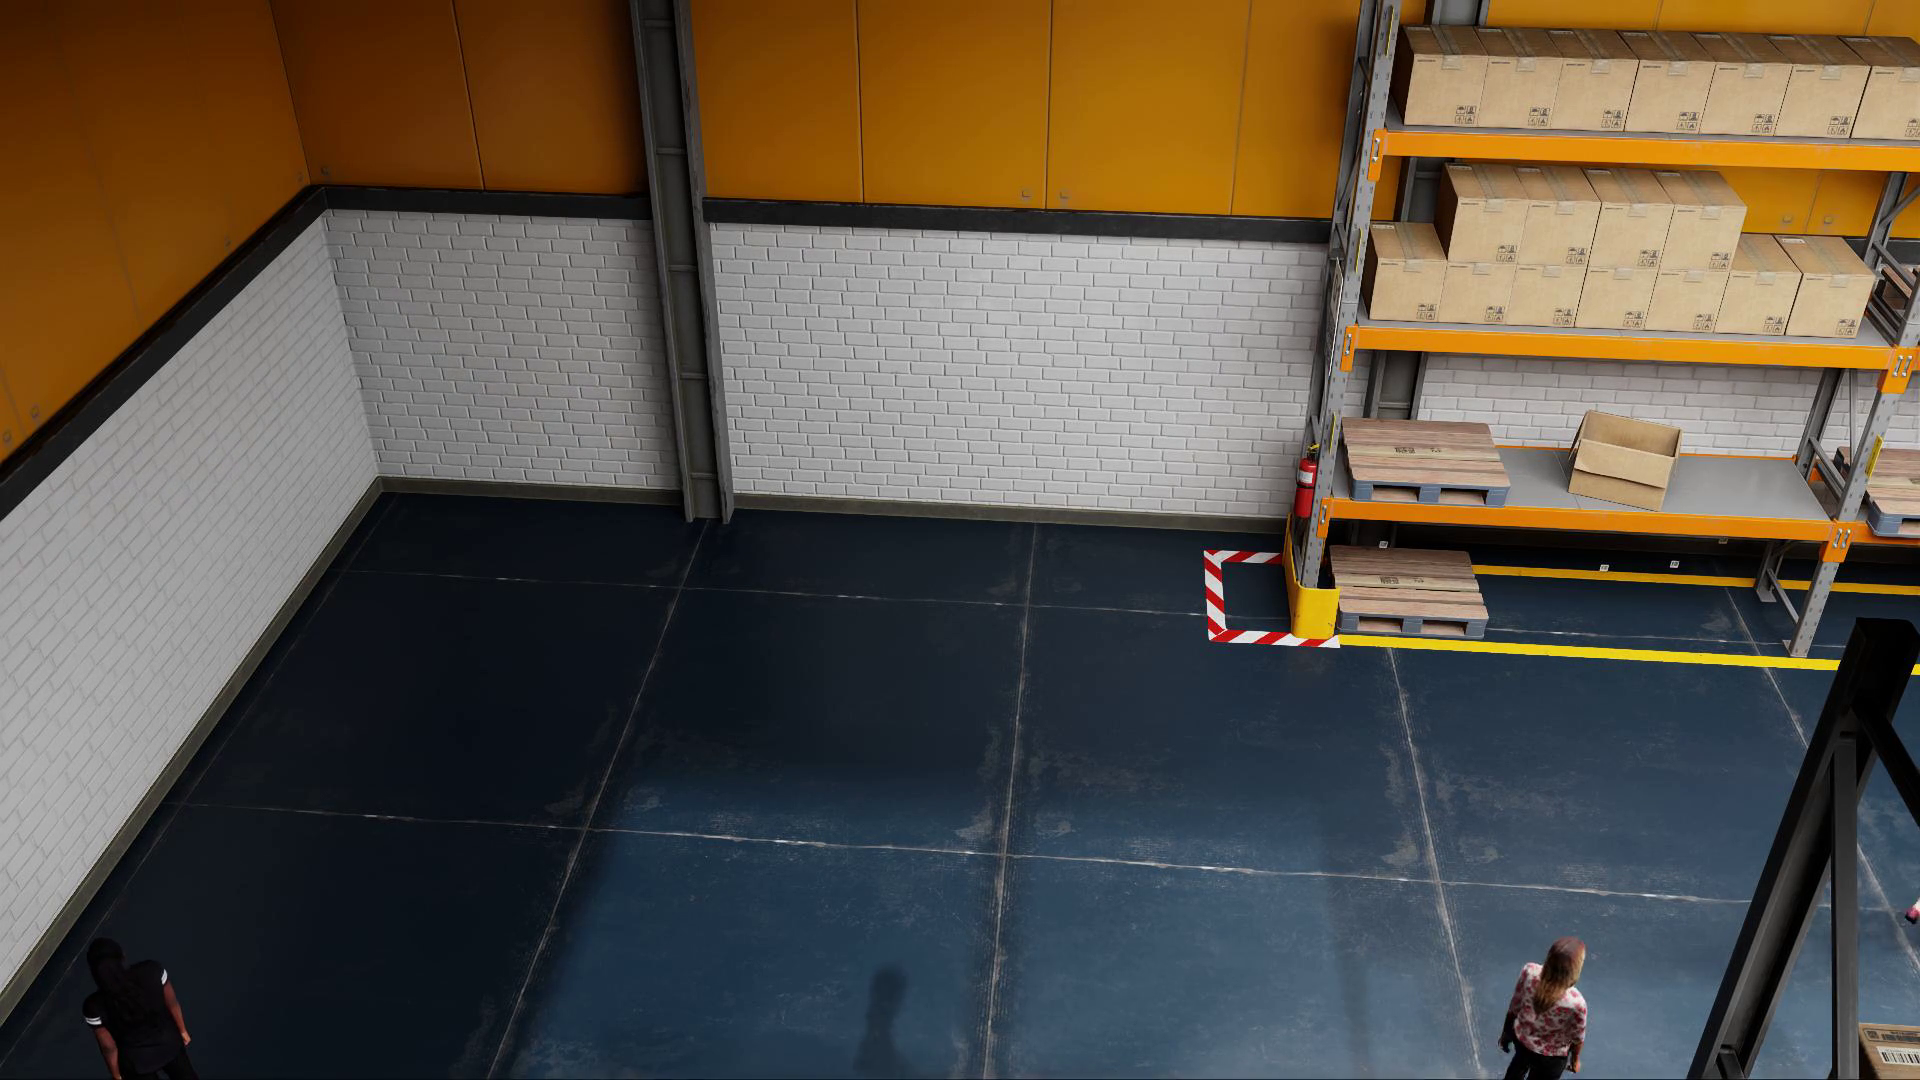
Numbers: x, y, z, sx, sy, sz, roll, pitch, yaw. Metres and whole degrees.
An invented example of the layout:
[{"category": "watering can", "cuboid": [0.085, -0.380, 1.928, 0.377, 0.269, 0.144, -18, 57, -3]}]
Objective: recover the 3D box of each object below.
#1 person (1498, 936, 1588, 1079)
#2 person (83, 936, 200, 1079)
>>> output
[{"category": "person", "cuboid": [3.162, 2.851, 9.245, 0.749, 1.618, 0.695, -20, 38, -27]}, {"category": "person", "cuboid": [-4.478, 2.820, 9.189, 0.730, 1.731, 0.702, 24, 40, 31]}]
